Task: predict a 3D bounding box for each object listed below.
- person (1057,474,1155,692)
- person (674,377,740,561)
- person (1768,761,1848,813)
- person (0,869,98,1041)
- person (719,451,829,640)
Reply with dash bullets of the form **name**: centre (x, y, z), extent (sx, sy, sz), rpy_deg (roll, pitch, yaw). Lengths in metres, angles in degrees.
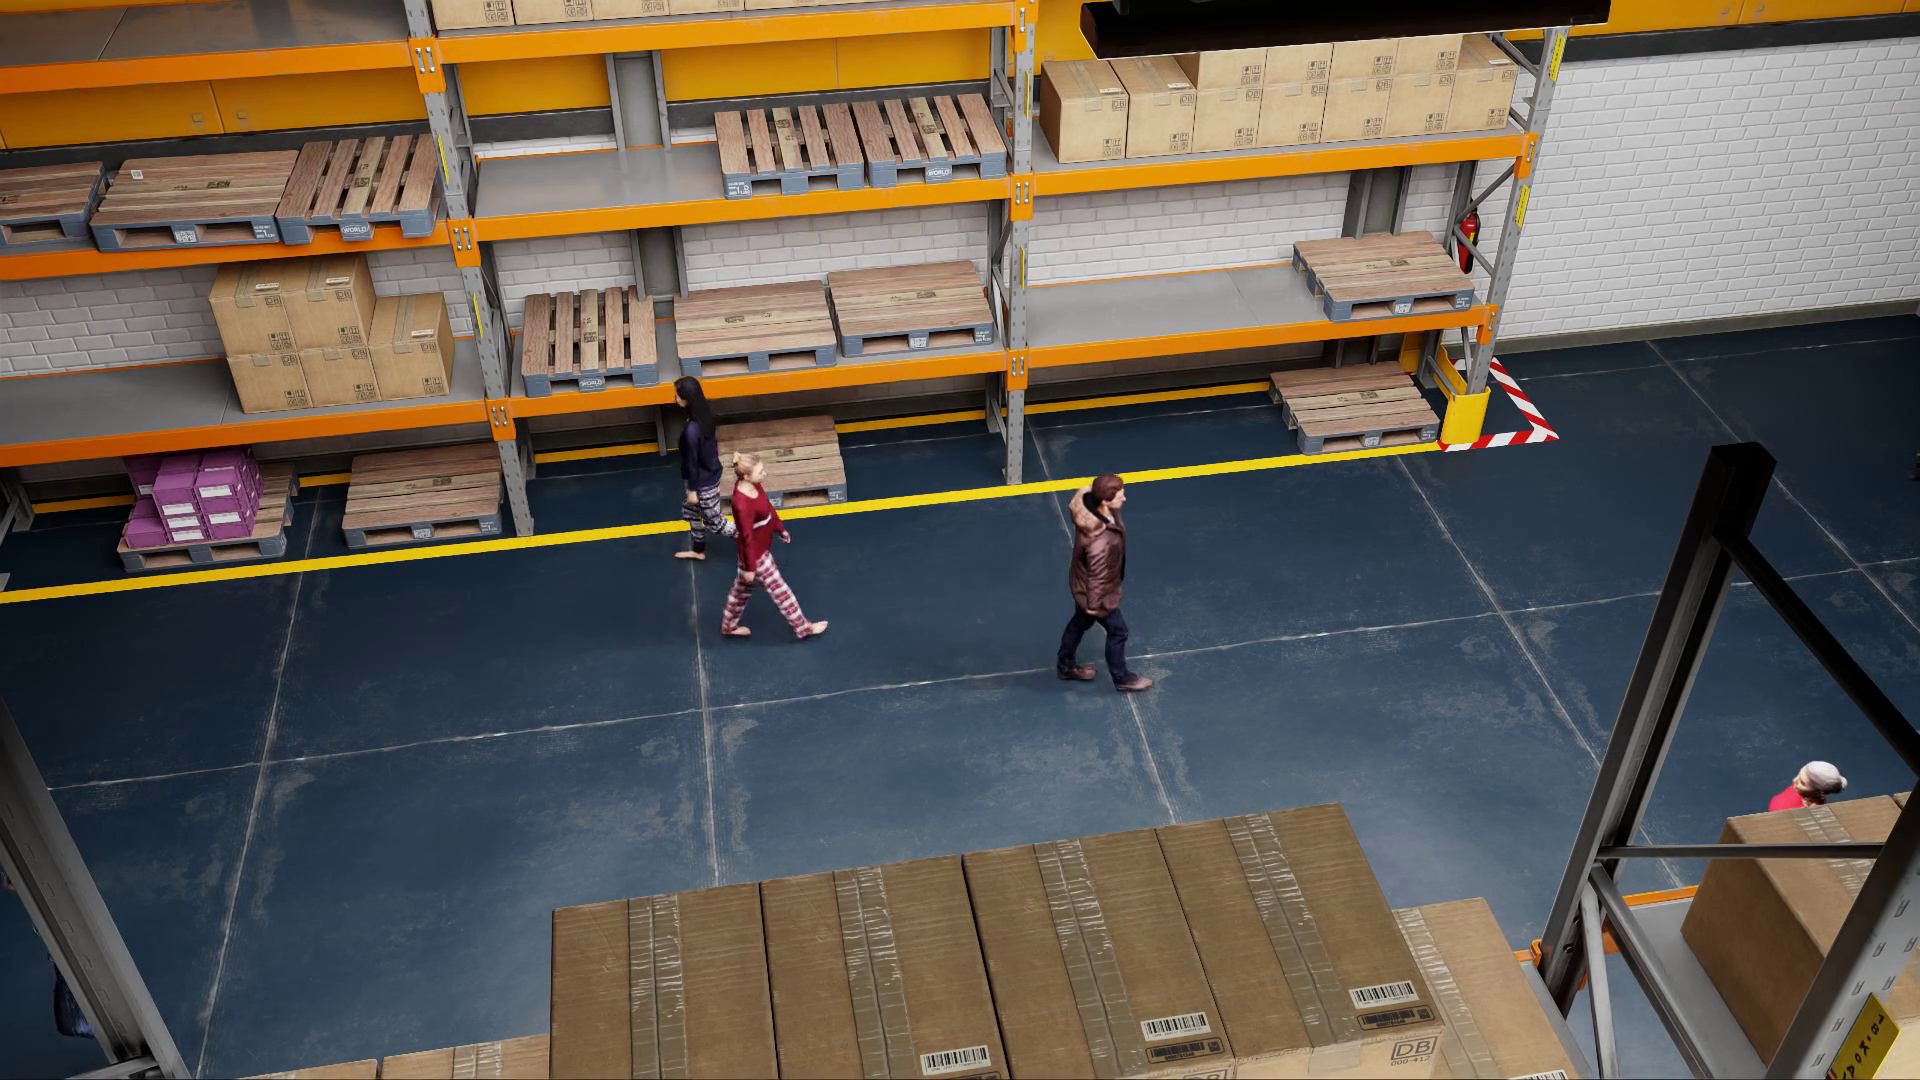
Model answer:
- **person**: centre (0.847, 0.295, 11.453), extent (0.969, 1.821, 0.827), rpy_deg (-1, 39, -1)
- **person**: centre (-1.845, -0.469, 12.500), extent (1.052, 1.708, 0.759), rpy_deg (3, 39, 4)
- **person**: centre (4.809, 1.891, 9.576), extent (1.070, 1.670, 0.924), rpy_deg (18, 42, 22)
- **person**: centre (-4.655, 2.274, 9.008), extent (0.718, 1.780, 0.706), rpy_deg (-20, 43, -23)
- **person**: centre (-1.539, 0.068, 11.865), extent (1.034, 1.661, 0.668), rpy_deg (-4, 39, -5)
